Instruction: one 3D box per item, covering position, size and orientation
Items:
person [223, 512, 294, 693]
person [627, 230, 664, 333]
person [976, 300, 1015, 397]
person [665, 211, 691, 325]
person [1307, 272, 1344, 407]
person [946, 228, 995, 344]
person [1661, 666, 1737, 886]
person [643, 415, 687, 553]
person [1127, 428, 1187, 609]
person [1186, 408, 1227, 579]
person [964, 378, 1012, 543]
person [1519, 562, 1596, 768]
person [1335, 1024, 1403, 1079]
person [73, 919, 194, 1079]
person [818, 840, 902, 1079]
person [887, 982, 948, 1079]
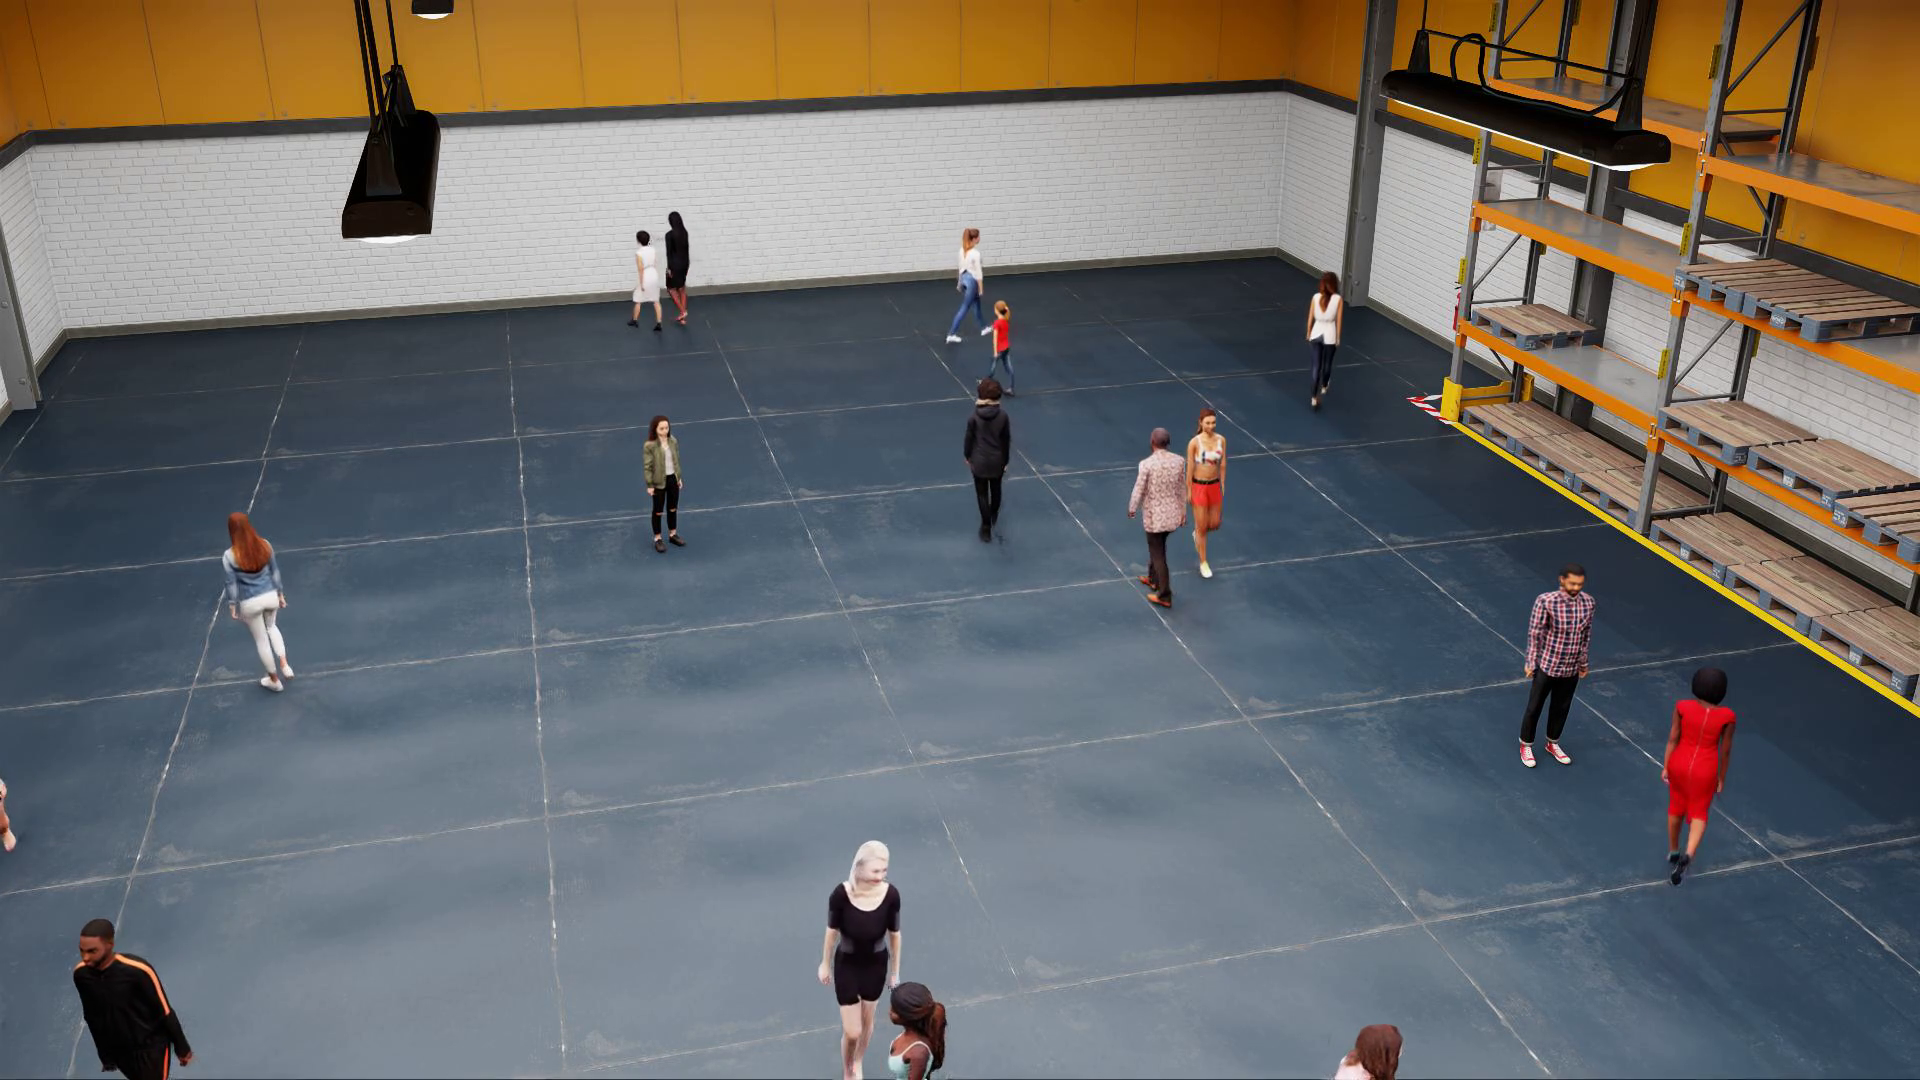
[{"bbox_3d":[-6.114,0.575,14.608,0.780,1.690,0.742,19,30,37],"label":"person"},{"bbox_3d":[-4.624,-3.857,24.950,0.966,1.529,0.857,18,29,35],"label":"person"},{"bbox_3d":[0.608,-2.533,22.232,0.937,1.280,0.767,21,31,40],"label":"person"},{"bbox_3d":[-4.219,-4.119,25.335,0.840,1.700,0.798,16,28,32],"label":"person"},{"bbox_3d":[4.743,-2.590,21.792,1.013,1.737,1.190,8,25,18],"label":"person"},{"bbox_3d":[0.080,-3.688,24.387,0.916,1.669,1.174,-14,27,-30],"label":"person"},{"bbox_3d":[5.255,1.723,11.944,0.923,1.722,1.008,11,26,23],"label":"person"},{"bbox_3d":[-3.137,-0.619,17.606,0.651,1.477,0.651,-19,30,-37],"label":"person"},{"bbox_3d":[1.999,-0.183,16.228,0.827,1.782,0.980,-14,27,-29],"label":"person"},{"bbox_3d":[2.482,-0.528,17.024,0.596,1.778,0.839,-5,24,-12],"label":"person"},{"bbox_3d":[0.313,-0.818,17.718,0.682,1.754,0.921,-4,24,-10],"label":"person"},{"bbox_3d":[4.870,0.992,13.568,0.717,1.761,0.619,-3,24,-7],"label":"person"},{"bbox_3d":[1.881,3.212,8.484,0.825,1.764,0.883,1,24,1],"label":"person"},{"bbox_3d":[-4.576,2.815,9.382,0.847,1.773,1.024,3,24,6],"label":"person"},{"bbox_3d":[-0.603,2.535,9.982,0.640,1.806,0.635,-4,24,-9],"label":"person"},{"bbox_3d":[-0.131,3.091,8.842,0.773,1.700,1.016,-1,24,-1],"label":"person"}]
